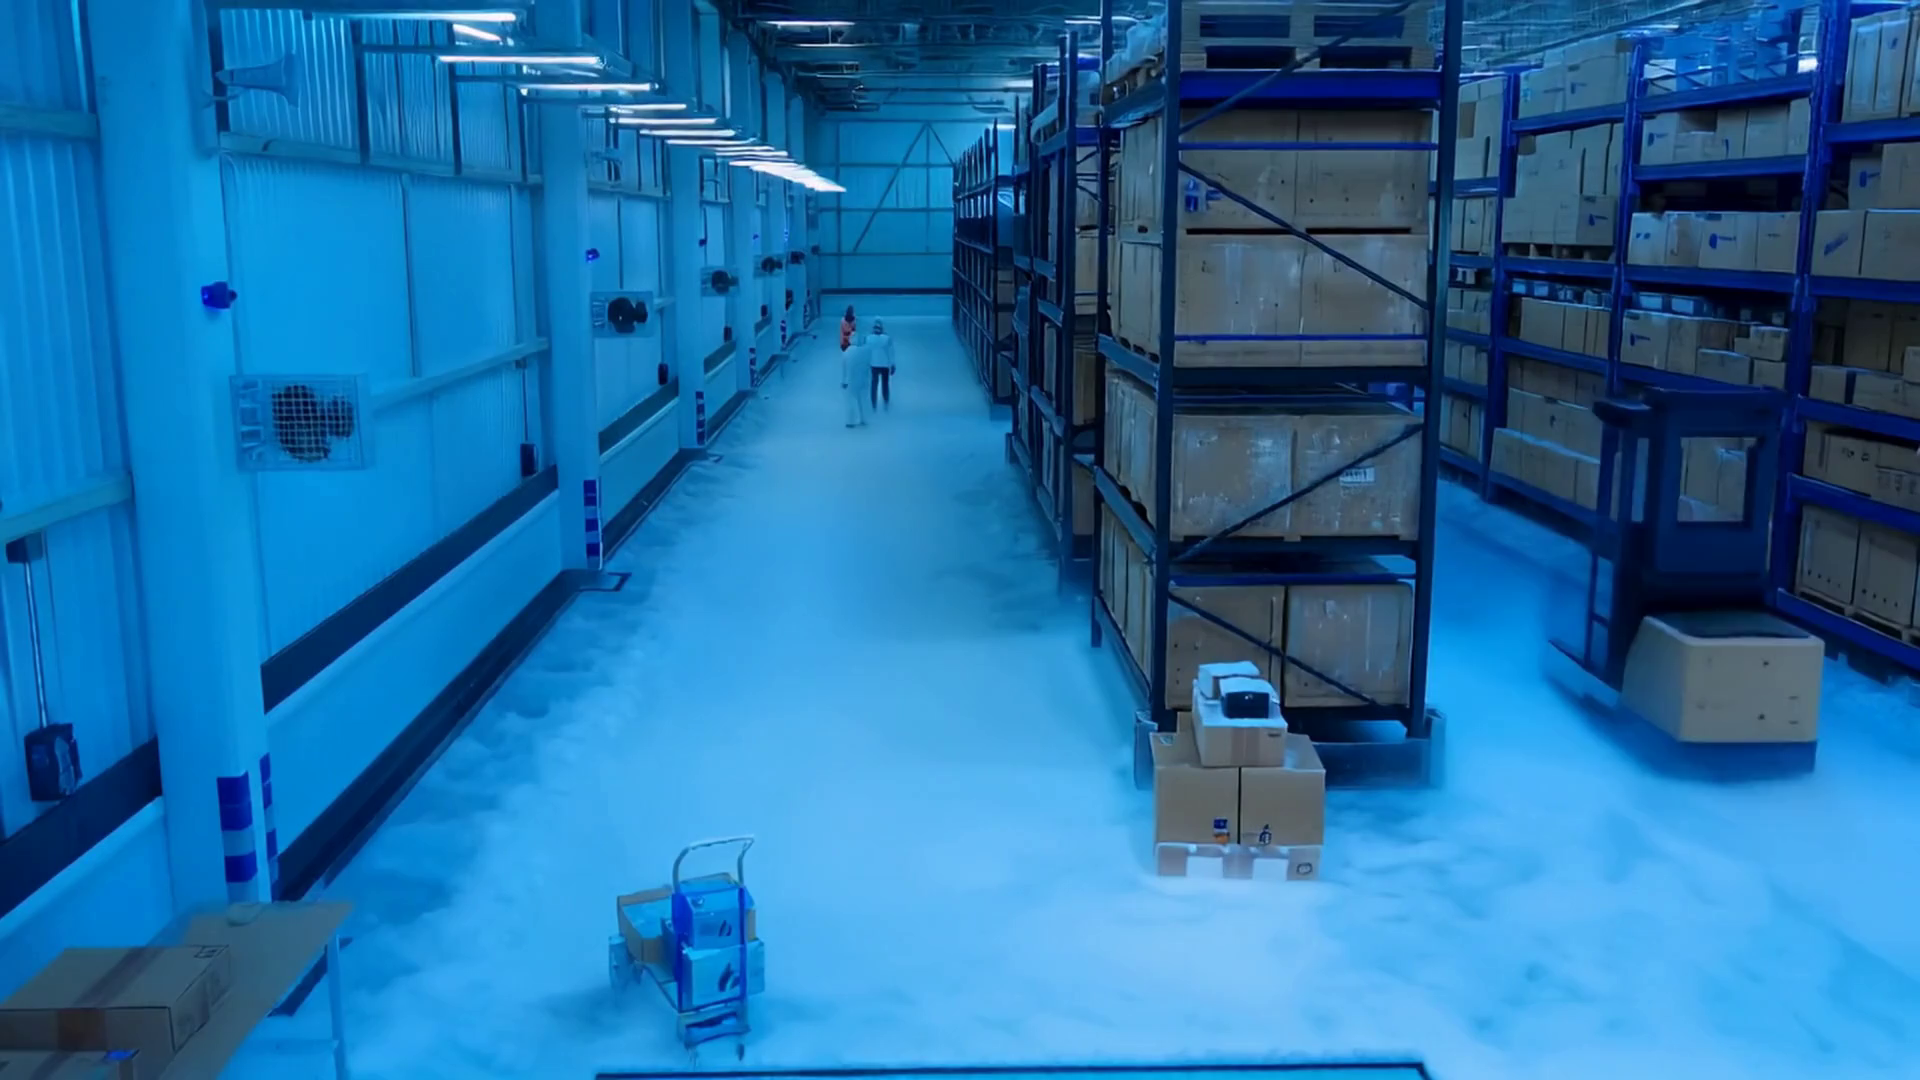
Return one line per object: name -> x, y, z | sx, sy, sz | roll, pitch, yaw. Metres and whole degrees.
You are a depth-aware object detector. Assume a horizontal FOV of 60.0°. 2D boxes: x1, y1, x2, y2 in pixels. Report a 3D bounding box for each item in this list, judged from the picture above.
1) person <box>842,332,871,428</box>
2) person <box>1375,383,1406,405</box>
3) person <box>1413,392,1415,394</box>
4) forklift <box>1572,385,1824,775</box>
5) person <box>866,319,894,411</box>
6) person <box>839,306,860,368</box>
person -> -2.062, -3.170, 32.929 | 0.404, 1.892, 0.701 | 10, 15, 43
person -> 8.254, -3.081, 32.138 | 0.908, 2.009, 0.644 | -6, 12, -28
person -> 10.609, -4.301, 38.922 | 0.567, 1.846, 0.389 | -3, 11, -18
forklift -> 5.708, 0.210, 12.757 | 1.129, 2.768, 1.873 | 0, 11, -2
person -> -1.709, -3.749, 35.690 | 0.613, 1.989, 0.403 | -3, 11, -14
person -> -2.825, -5.023, 42.522 | 0.591, 1.910, 0.388 | -8, 14, -36
